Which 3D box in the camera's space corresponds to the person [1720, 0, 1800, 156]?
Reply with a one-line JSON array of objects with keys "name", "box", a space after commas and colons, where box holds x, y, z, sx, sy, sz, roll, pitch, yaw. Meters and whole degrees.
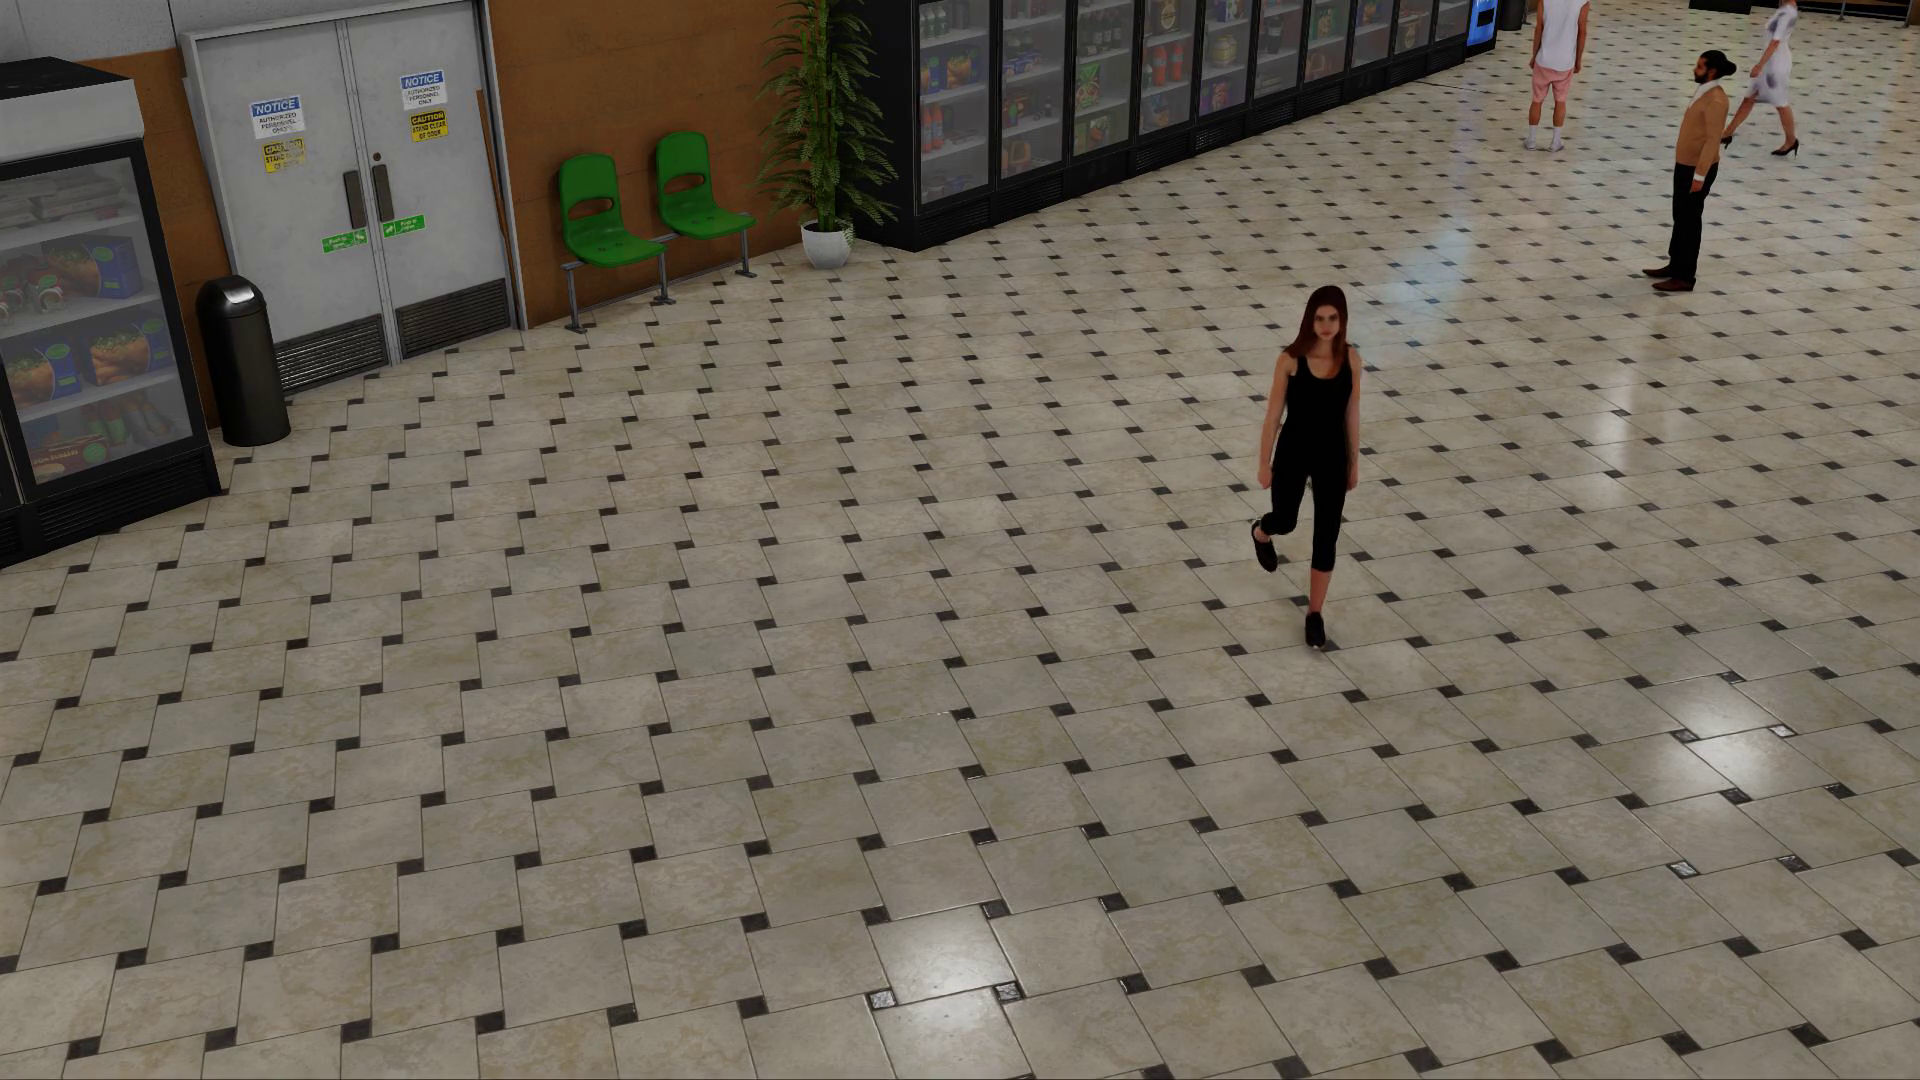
[{"name": "person", "box": [7.839, -4.482, 15.819, 1.131, 1.702, 0.843, 8, 28, 16]}]

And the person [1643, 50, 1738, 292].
[{"name": "person", "box": [5.443, -2.734, 12.316, 0.756, 1.752, 0.751, 4, 27, 8]}]

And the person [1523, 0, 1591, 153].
[{"name": "person", "box": [5.764, -4.675, 16.102, 0.627, 1.789, 0.772, 10, 28, 18]}]

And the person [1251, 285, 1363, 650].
[{"name": "person", "box": [1.609, -0.399, 7.773, 1.076, 1.697, 1.093, -1, 27, -3]}]
